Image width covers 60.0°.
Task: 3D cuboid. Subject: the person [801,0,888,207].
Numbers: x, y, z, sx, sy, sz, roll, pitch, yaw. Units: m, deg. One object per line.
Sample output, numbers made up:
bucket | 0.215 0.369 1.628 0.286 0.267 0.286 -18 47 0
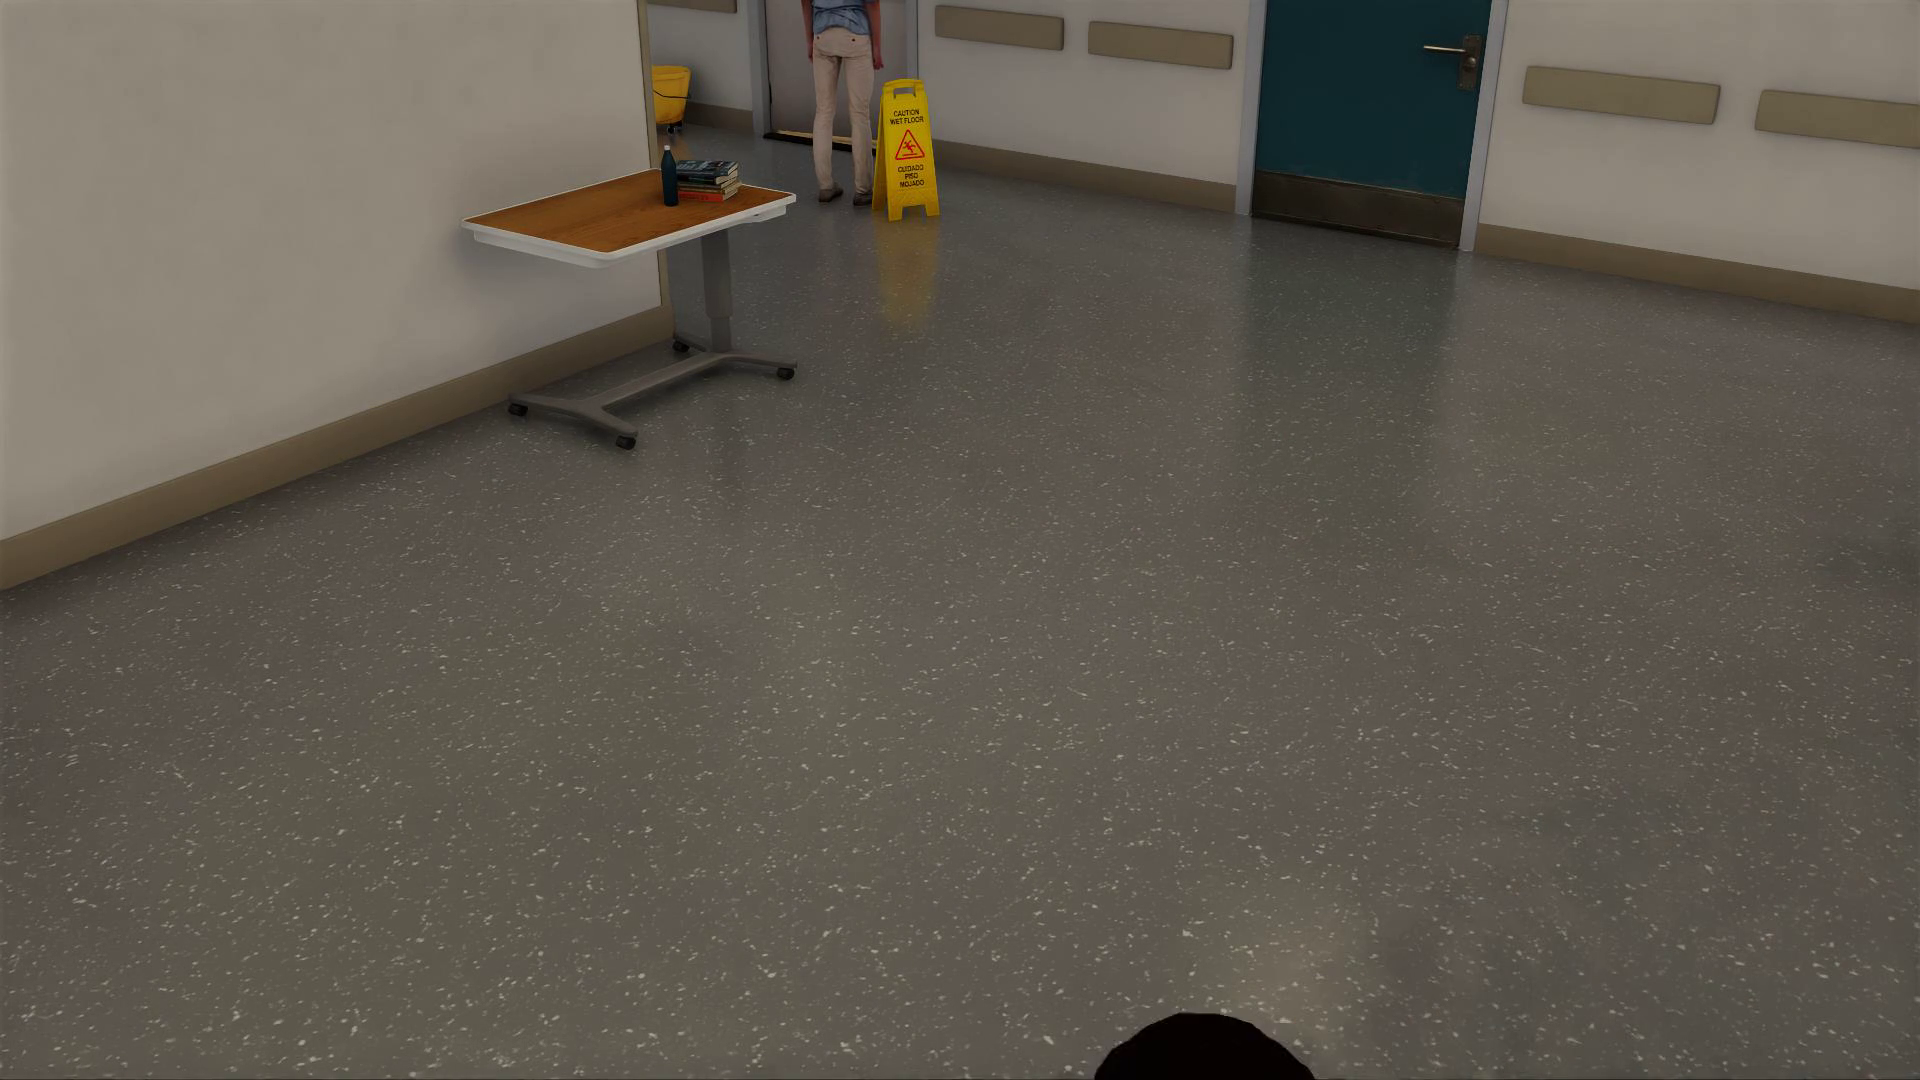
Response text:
person | -0.683 -2.878 9.563 0.534 1.846 0.749 11 28 22

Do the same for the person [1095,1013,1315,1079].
person | 0.262 1.060 1.735 0.743 1.545 0.702 -15 30 -29
